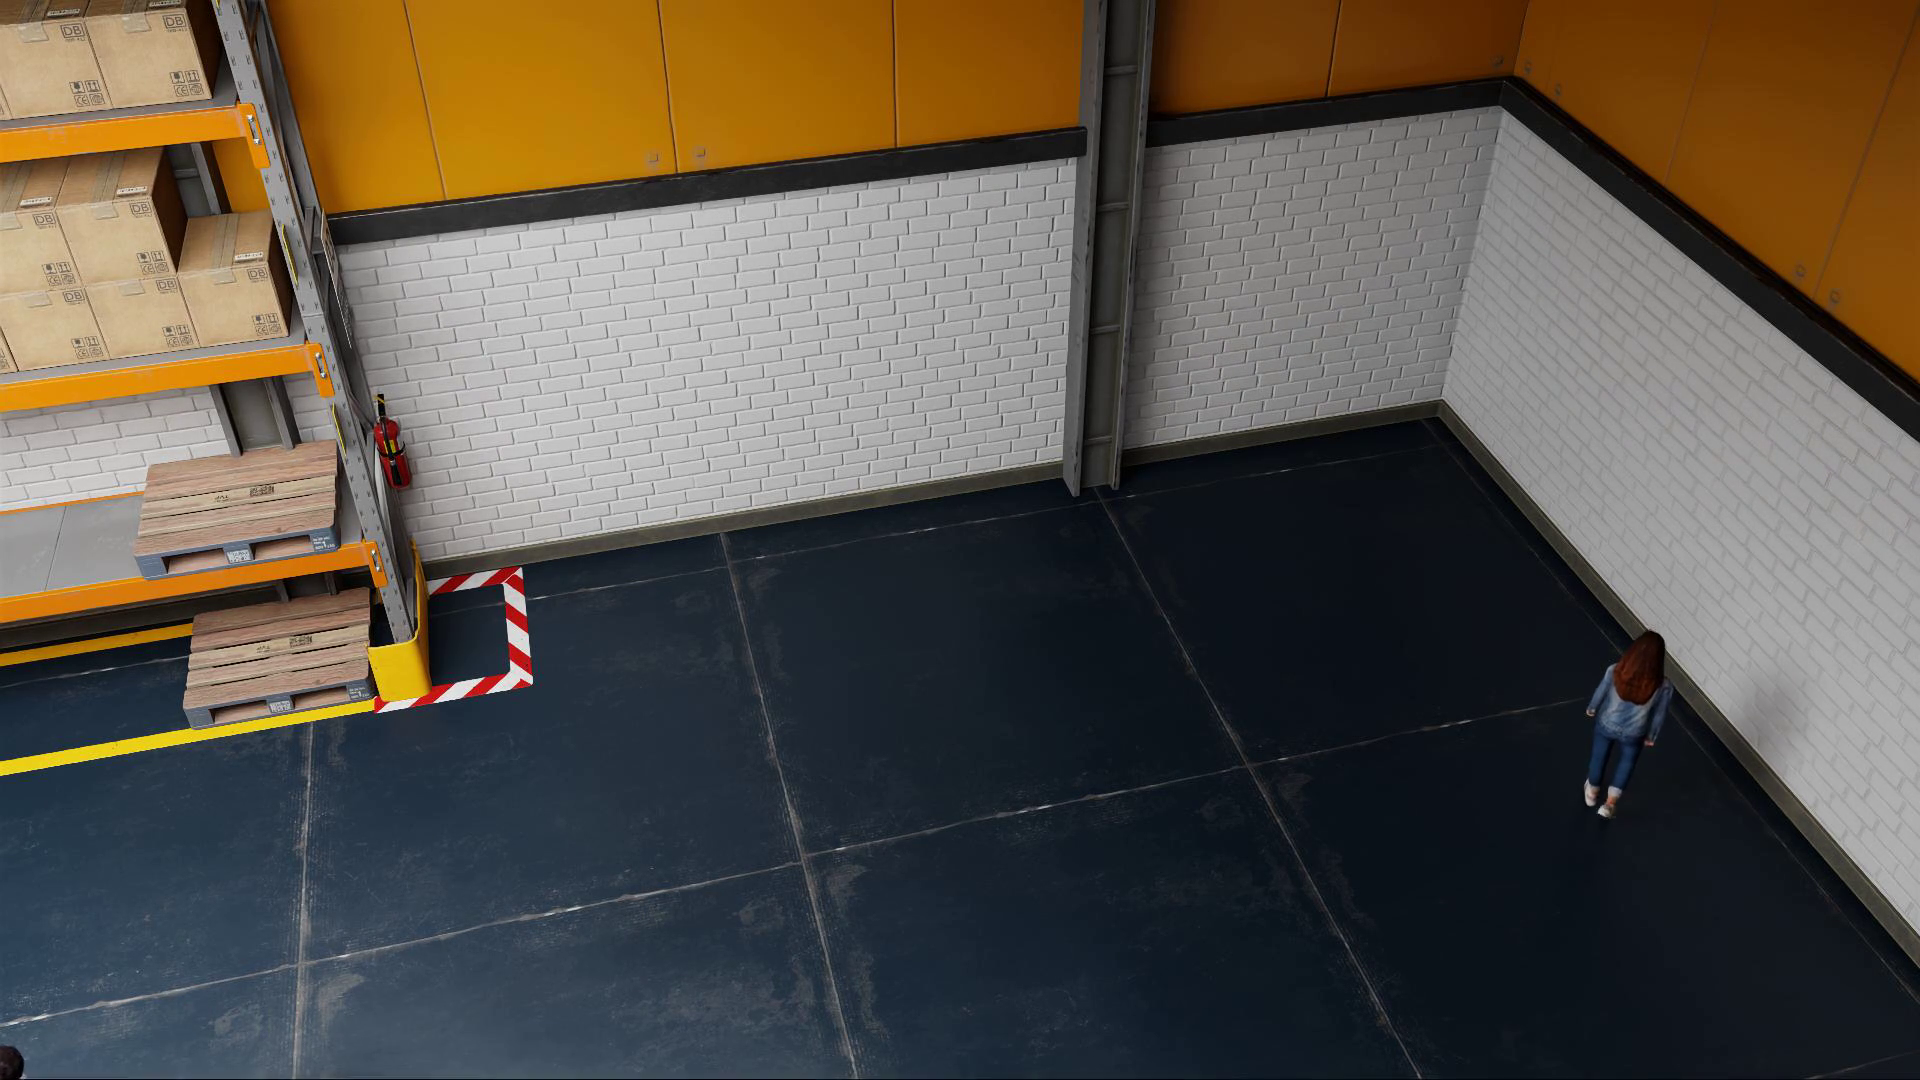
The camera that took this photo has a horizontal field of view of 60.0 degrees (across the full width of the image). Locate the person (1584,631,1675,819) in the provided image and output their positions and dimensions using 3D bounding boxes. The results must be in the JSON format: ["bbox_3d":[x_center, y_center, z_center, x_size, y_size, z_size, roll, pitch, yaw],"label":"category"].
[{"bbox_3d":[4.064,1.172,10.233,0.746,1.470,0.807,16,41,19],"label":"person"}]
